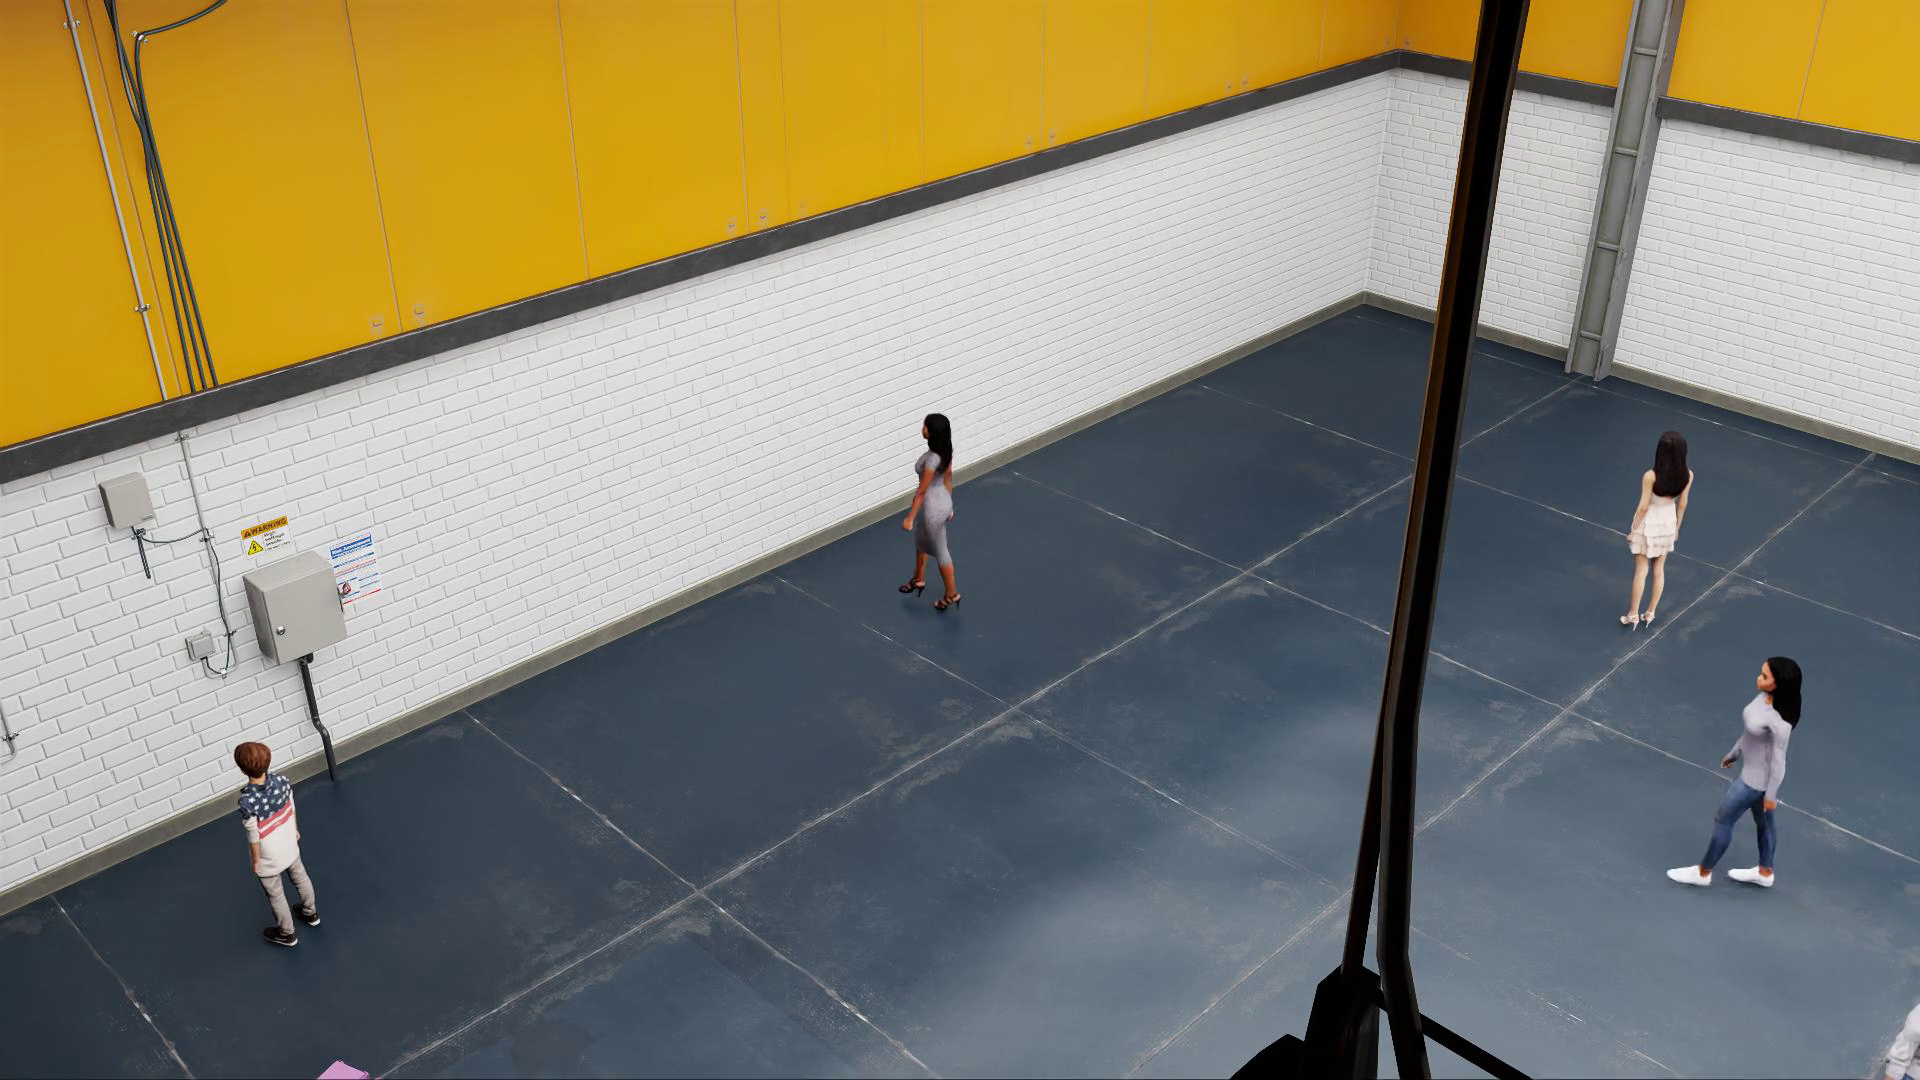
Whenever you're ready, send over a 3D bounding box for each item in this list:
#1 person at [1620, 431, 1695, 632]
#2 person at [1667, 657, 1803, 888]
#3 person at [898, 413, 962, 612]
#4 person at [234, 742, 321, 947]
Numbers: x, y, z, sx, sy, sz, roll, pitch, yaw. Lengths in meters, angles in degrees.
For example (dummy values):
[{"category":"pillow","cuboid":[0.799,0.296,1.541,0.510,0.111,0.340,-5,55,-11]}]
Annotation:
[{"category":"person","cuboid":[5.587,-0.062,13.352,0.665,1.737,0.712,-2,29,-4]},{"category":"person","cuboid":[5.156,1.508,10.501,0.996,1.710,0.842,10,30,17]},{"category":"person","cuboid":[-0.122,-0.190,13.556,0.919,1.765,0.813,7,29,12]},{"category":"person","cuboid":[-4.207,1.837,10.181,0.573,1.439,0.578,13,31,22]}]
